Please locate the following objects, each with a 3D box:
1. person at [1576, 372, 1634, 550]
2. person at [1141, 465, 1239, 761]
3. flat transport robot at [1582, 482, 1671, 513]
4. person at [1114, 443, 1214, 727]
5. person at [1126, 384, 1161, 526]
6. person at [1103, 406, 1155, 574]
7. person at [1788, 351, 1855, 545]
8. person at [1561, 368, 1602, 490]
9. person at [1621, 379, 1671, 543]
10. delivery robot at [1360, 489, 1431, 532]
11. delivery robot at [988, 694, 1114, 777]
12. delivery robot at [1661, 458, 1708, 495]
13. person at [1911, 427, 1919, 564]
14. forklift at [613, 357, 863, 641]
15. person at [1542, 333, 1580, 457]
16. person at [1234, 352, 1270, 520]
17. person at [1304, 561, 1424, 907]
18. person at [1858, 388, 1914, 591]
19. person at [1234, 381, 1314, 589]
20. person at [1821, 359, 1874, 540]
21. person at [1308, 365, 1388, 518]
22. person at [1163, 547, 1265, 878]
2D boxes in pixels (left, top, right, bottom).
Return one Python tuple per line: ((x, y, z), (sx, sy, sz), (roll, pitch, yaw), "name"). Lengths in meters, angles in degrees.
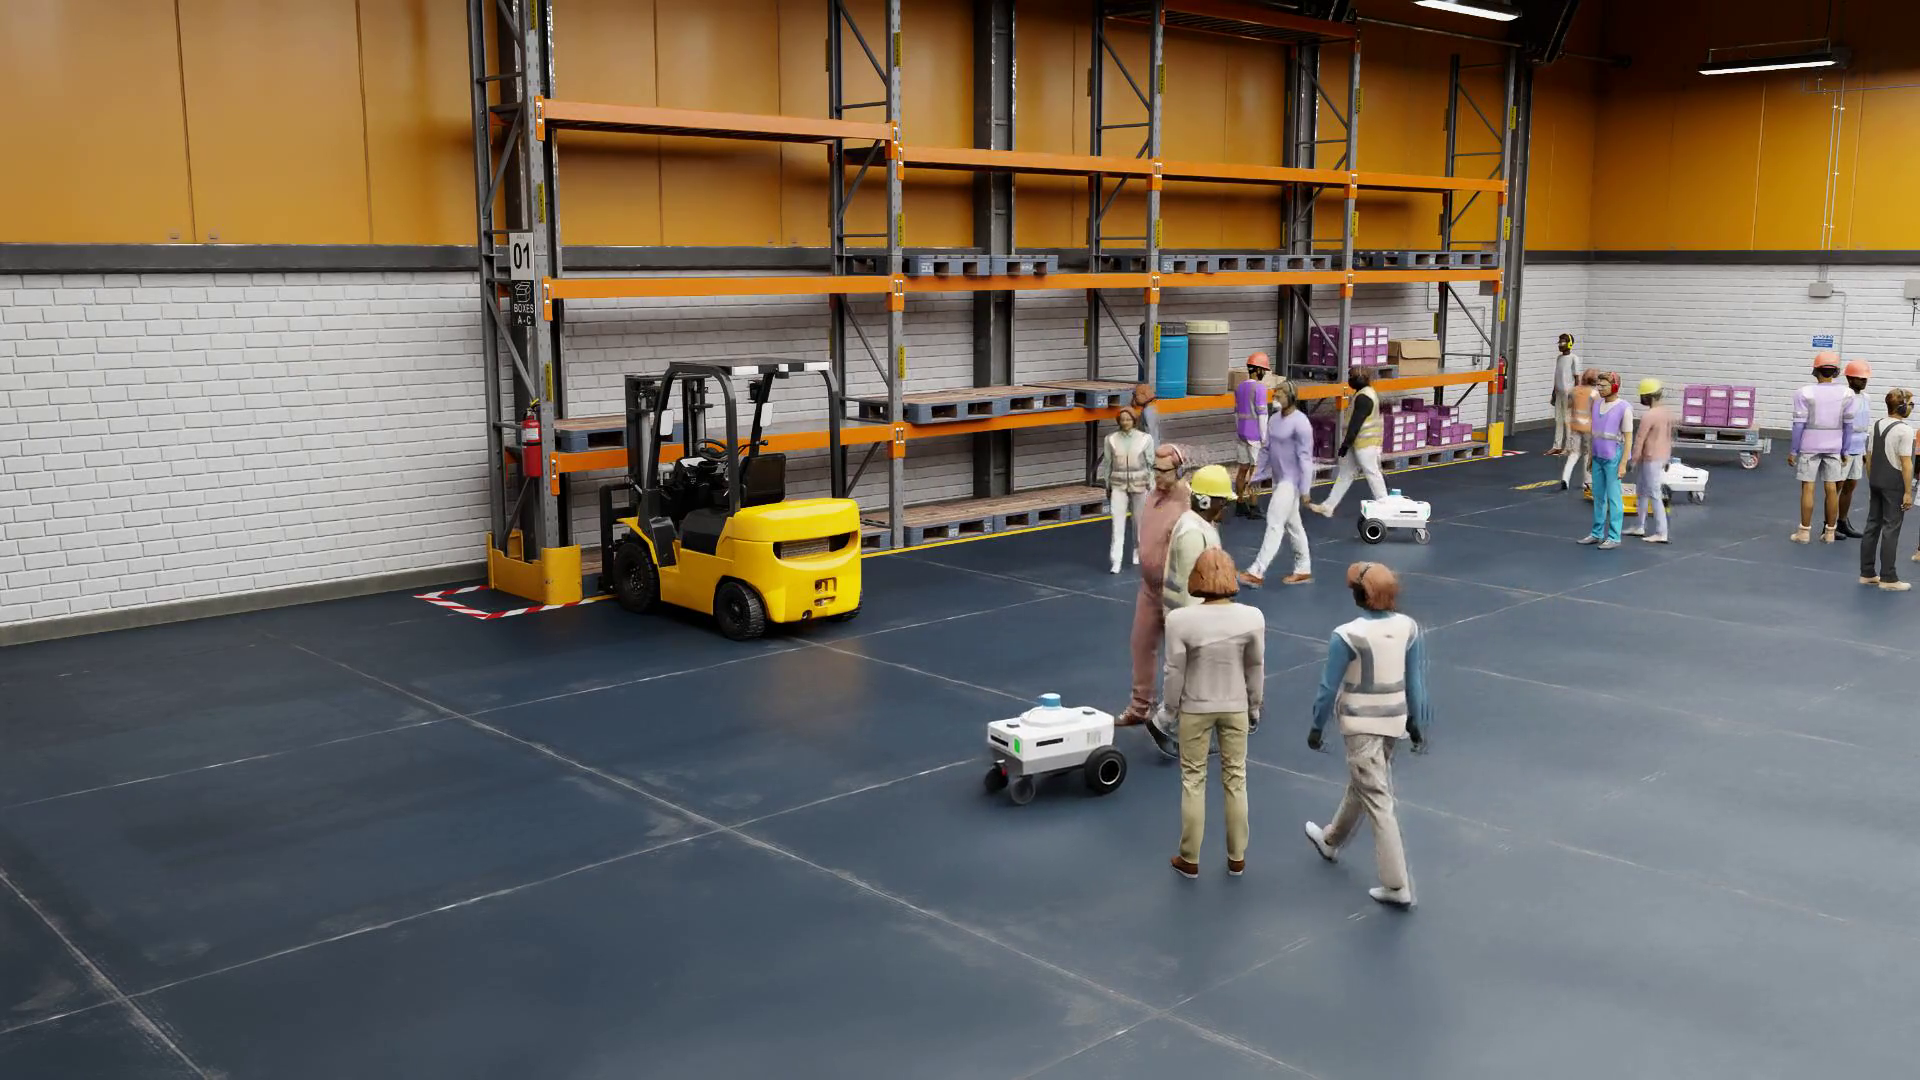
((6.745, -0.825, 17.277), (0.373, 1.843, 0.570), (-3, 10, -17), "person")
((1.412, 0.448, 9.920), (0.467, 1.810, 0.619), (2, 10, 14), "person")
((8.034, -0.518, 20.083), (0.652, 0.197, 1.431), (1, 10, 6), "flat transport robot")
((1.422, 0.295, 10.685), (0.840, 1.870, 0.657), (-5, 11, -25), "person")
((2.087, -0.956, 18.759), (0.559, 1.599, 0.541), (2, 10, 14), "person")
((1.646, -0.507, 16.150), (0.521, 1.599, 0.845), (2, 10, 12), "person")
((9.052, -0.967, 17.532), (0.609, 2.043, 0.397), (1, 10, 7), "person")
((8.122, -1.442, 21.565), (0.592, 1.604, 0.538), (-6, 12, -33), "person")
((7.284, -0.848, 17.712), (0.535, 1.732, 0.713), (-9, 14, -44), "person")
((4.627, -0.295, 17.678), (0.707, 0.478, 0.477), (2, 10, 9), "delivery robot")
((0.515, 1.115, 9.421), (0.707, 0.478, 0.477), (-6, 11, -31), "delivery robot")
((8.780, -0.762, 20.411), (0.707, 0.478, 0.477), (1, 10, 5), "delivery robot")
((9.645, -0.594, 16.356), (0.540, 1.697, 0.317), (2, 10, 13), "person")
((-1.847, -0.414, 13.852), (1.214, 2.155, 2.313), (-9, 13, -42), "forklift")
((9.136, -2.186, 25.188), (0.327, 1.869, 0.518), (-3, 10, -18), "person")
((3.403, -1.202, 19.248), (0.374, 1.928, 0.543), (-5, 11, -25), "person")
((1.926, 0.889, 7.970), (0.524, 1.588, 0.873), (-6, 11, -30), "person")
((8.466, -0.459, 15.137), (0.344, 1.846, 0.507), (-2, 10, -11), "person")
((2.869, -0.502, 15.227), (0.922, 1.897, 0.641), (-2, 10, -12), "person")
((9.554, -0.966, 17.837), (0.553, 1.935, 0.363), (-5, 11, -26), "person")
((4.542, -1.102, 19.068), (0.965, 1.791, 0.641), (2, 10, 12), "person")
((1.233, 0.844, 8.124), (0.500, 1.636, 0.286), (-1, 10, -5), "person")
